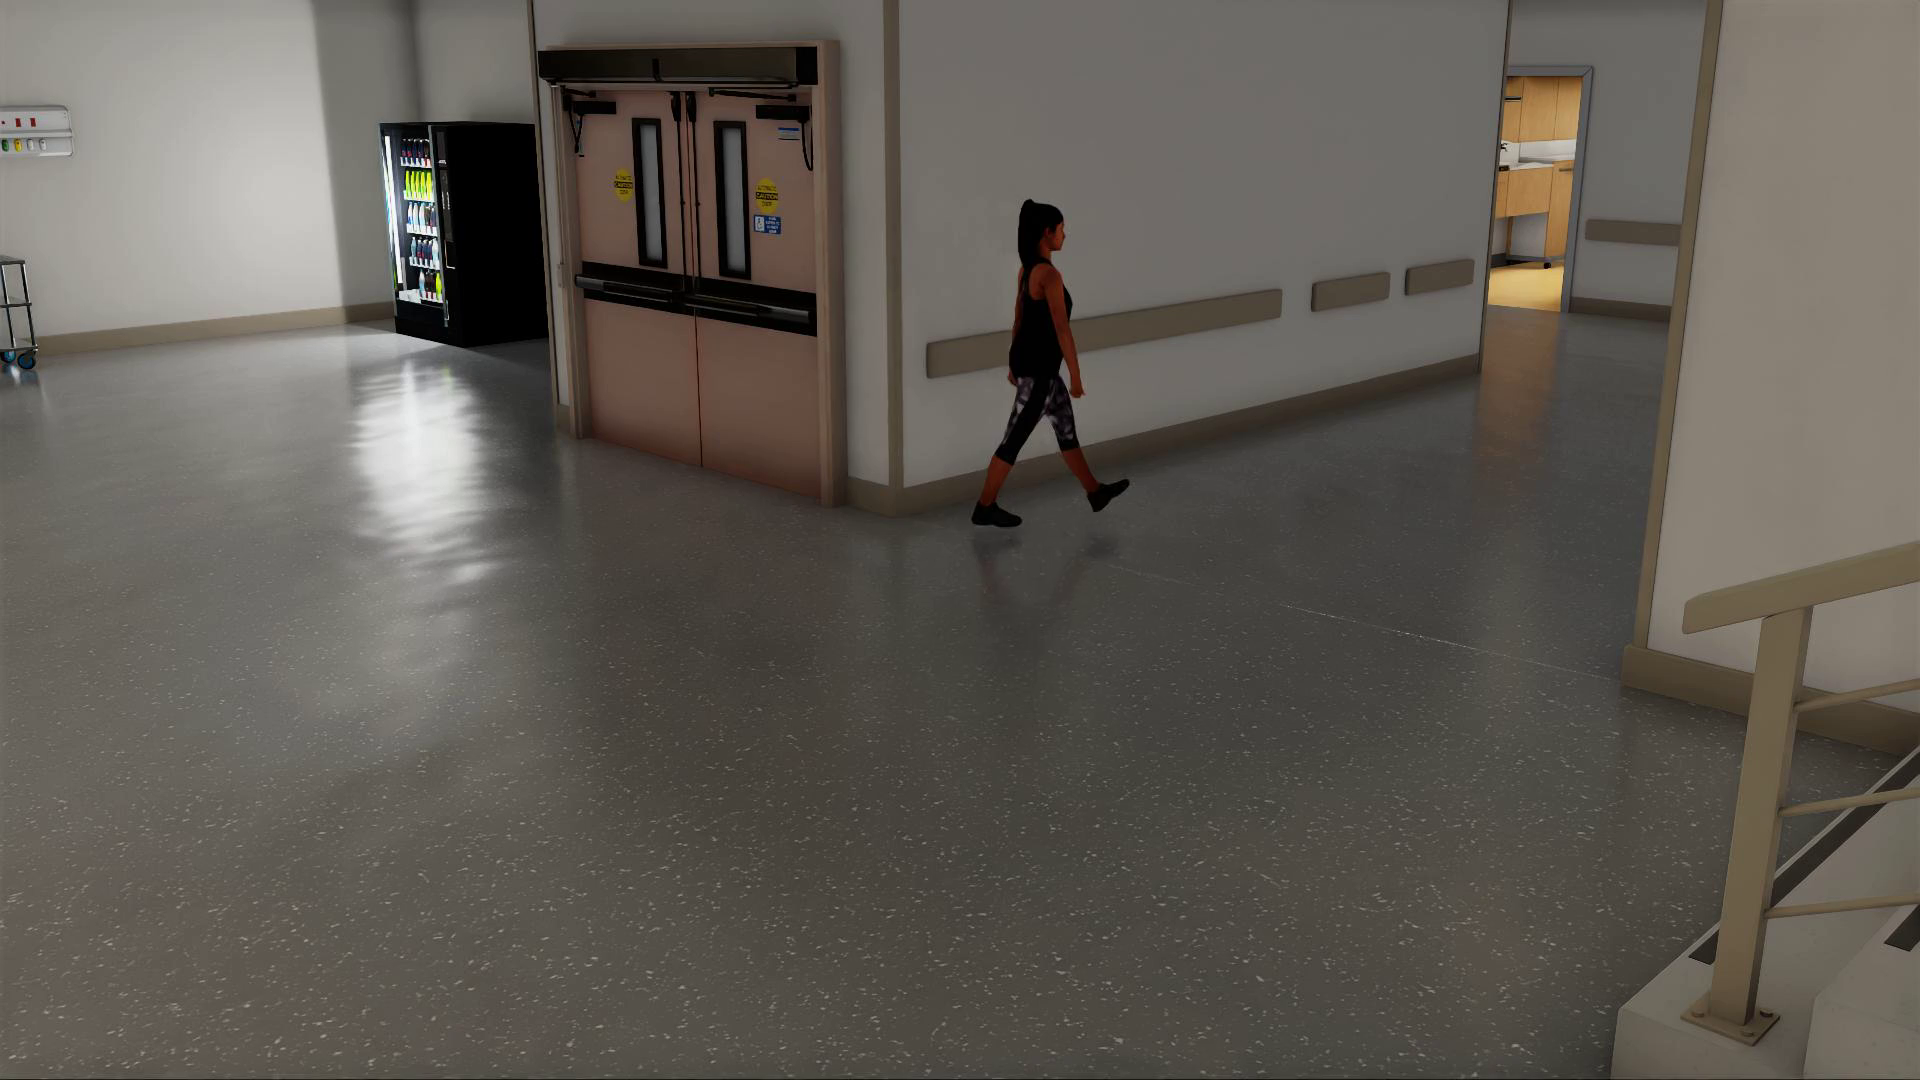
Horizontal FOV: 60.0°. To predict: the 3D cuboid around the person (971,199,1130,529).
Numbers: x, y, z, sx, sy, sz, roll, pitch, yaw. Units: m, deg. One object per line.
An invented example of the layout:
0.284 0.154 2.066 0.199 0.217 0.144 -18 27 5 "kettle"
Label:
0.305 -0.834 8.299 1.032 1.624 1.126 -4 16 -14 "person"
